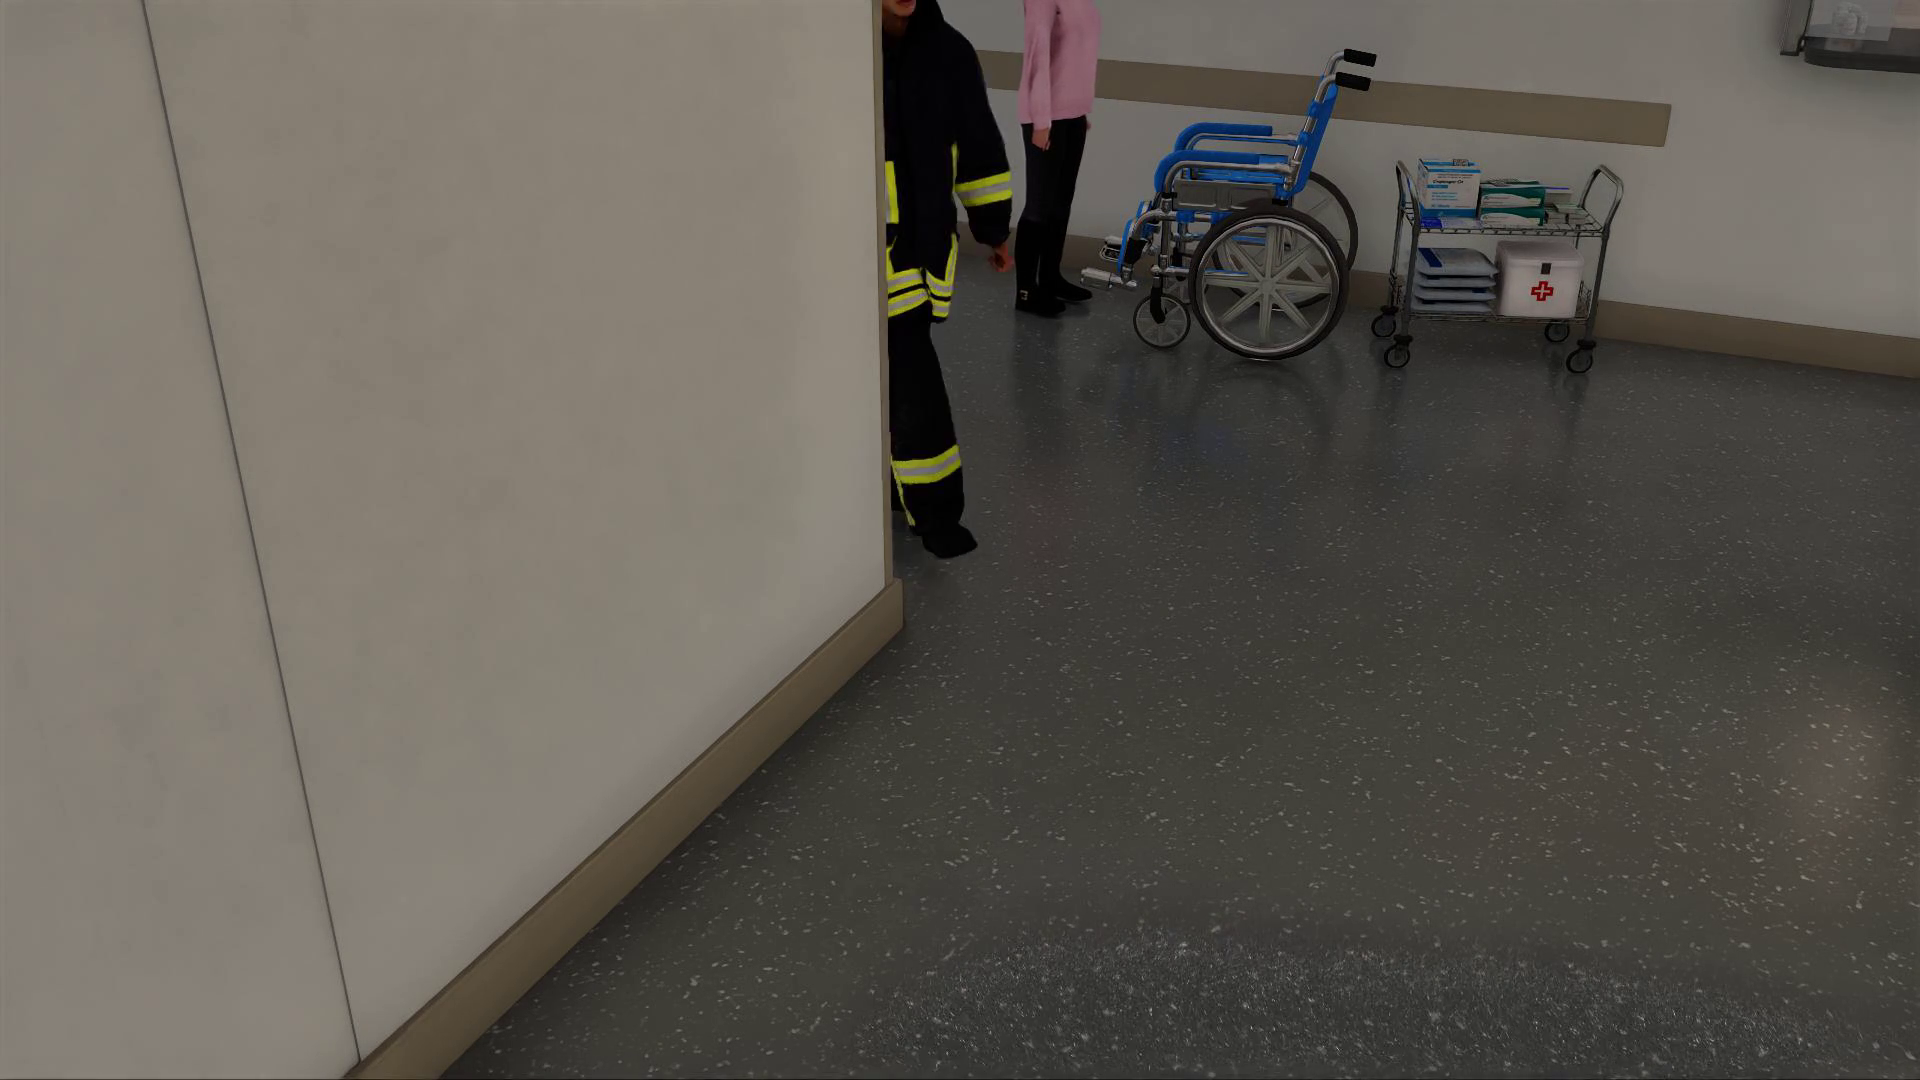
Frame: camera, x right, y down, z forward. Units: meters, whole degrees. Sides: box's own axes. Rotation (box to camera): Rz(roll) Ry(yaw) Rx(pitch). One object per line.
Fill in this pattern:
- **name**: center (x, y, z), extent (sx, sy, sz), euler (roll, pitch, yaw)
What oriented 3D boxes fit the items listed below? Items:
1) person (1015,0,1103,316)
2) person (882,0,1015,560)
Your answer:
- **person**: center (0.393, -1.829, 7.156), extent (0.653, 1.686, 0.483), euler (13, 29, 25)
- **person**: center (-0.267, -0.916, 5.034), extent (1.098, 1.885, 1.087), euler (-23, 34, -39)
